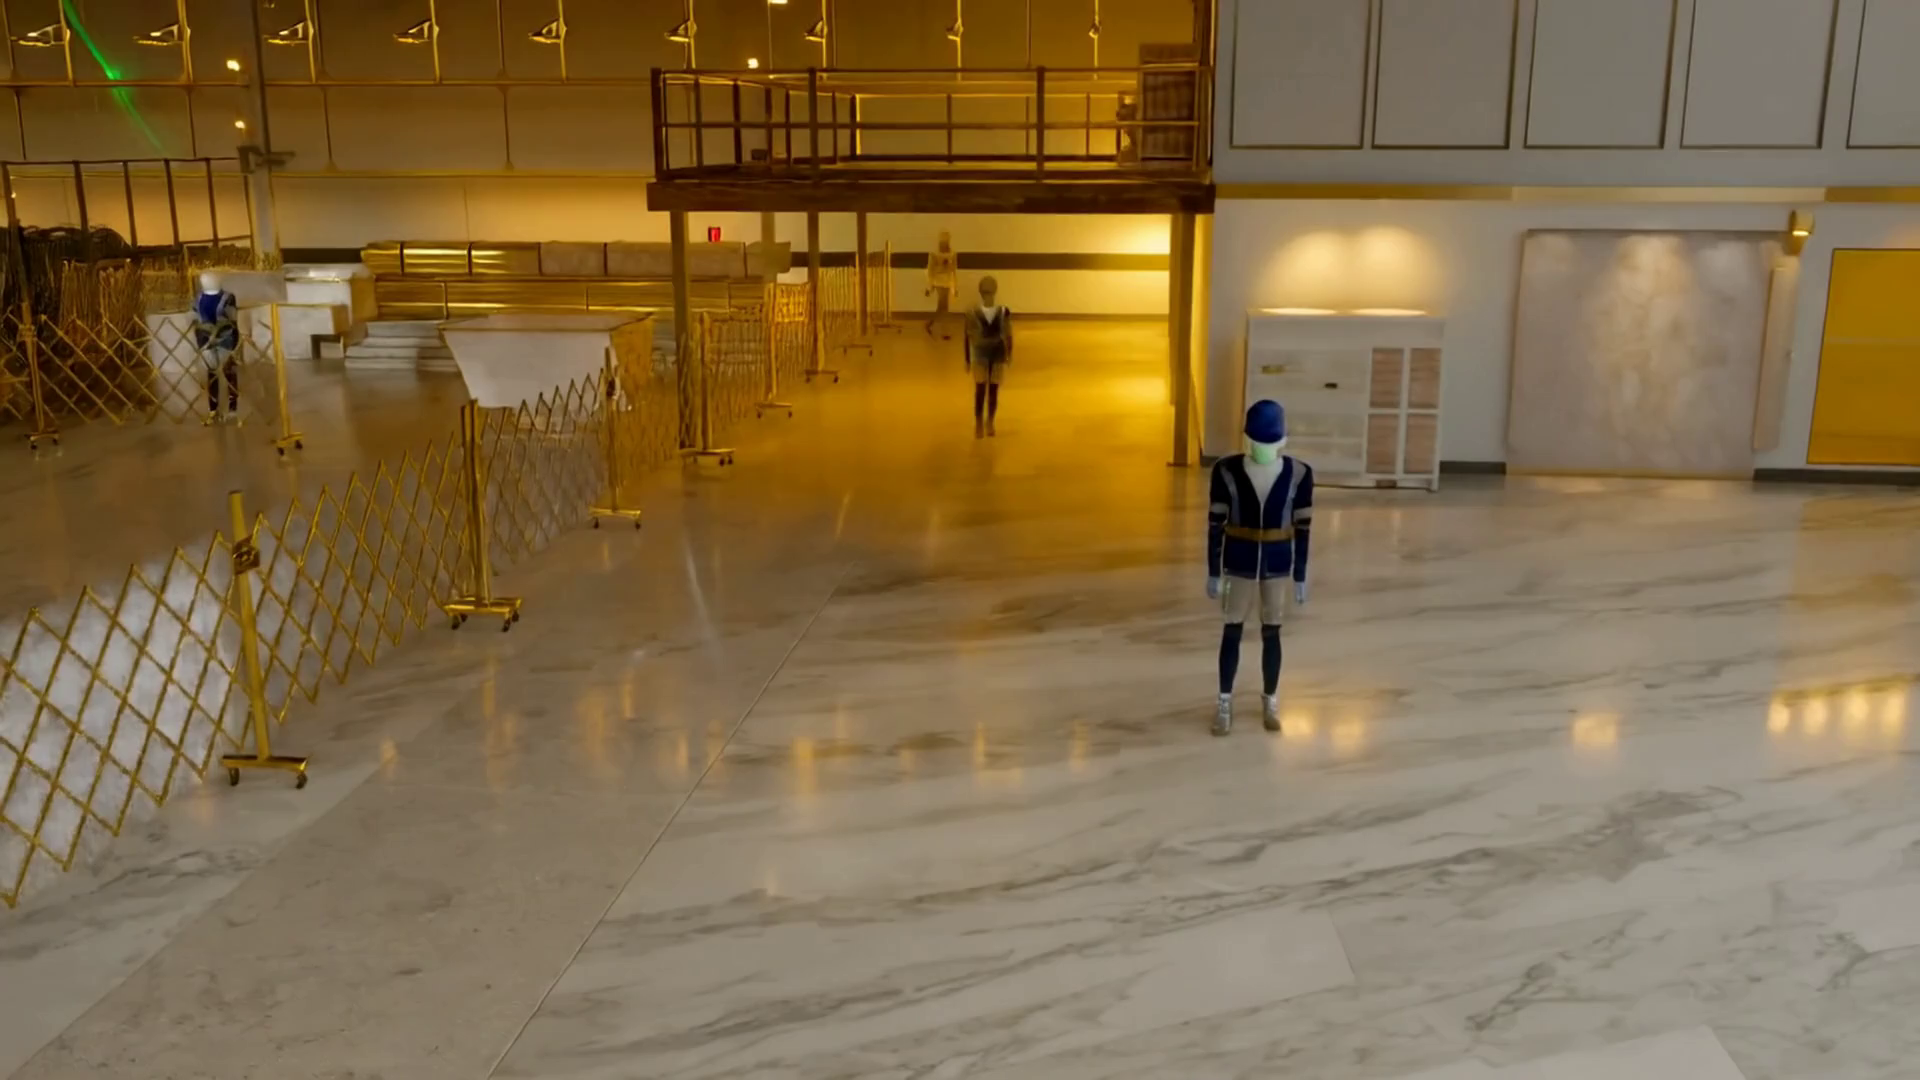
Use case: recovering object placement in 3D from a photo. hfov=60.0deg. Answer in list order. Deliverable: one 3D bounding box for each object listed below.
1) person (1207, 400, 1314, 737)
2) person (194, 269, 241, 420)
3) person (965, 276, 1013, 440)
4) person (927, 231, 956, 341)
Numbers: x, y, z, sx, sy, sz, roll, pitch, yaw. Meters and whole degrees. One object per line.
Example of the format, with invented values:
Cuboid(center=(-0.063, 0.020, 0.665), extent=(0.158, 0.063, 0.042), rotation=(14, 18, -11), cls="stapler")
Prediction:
Cuboid(center=(1.763, 0.176, 9.833), extent=(0.605, 2.036, 0.388), rotation=(2, 14, 7), cls="person")
Cuboid(center=(-9.326, -2.447, 20.875), extent=(0.574, 1.883, 0.355), rotation=(2, 14, 7), cls="person")
Cuboid(center=(0.354, -2.125, 19.507), extent=(0.546, 1.914, 0.722), rotation=(-2, 14, -8), cls="person")
Cuboid(center=(-0.371, -4.442, 29.013), extent=(0.602, 1.901, 0.757), rotation=(-10, 17, -35), cls="person")
